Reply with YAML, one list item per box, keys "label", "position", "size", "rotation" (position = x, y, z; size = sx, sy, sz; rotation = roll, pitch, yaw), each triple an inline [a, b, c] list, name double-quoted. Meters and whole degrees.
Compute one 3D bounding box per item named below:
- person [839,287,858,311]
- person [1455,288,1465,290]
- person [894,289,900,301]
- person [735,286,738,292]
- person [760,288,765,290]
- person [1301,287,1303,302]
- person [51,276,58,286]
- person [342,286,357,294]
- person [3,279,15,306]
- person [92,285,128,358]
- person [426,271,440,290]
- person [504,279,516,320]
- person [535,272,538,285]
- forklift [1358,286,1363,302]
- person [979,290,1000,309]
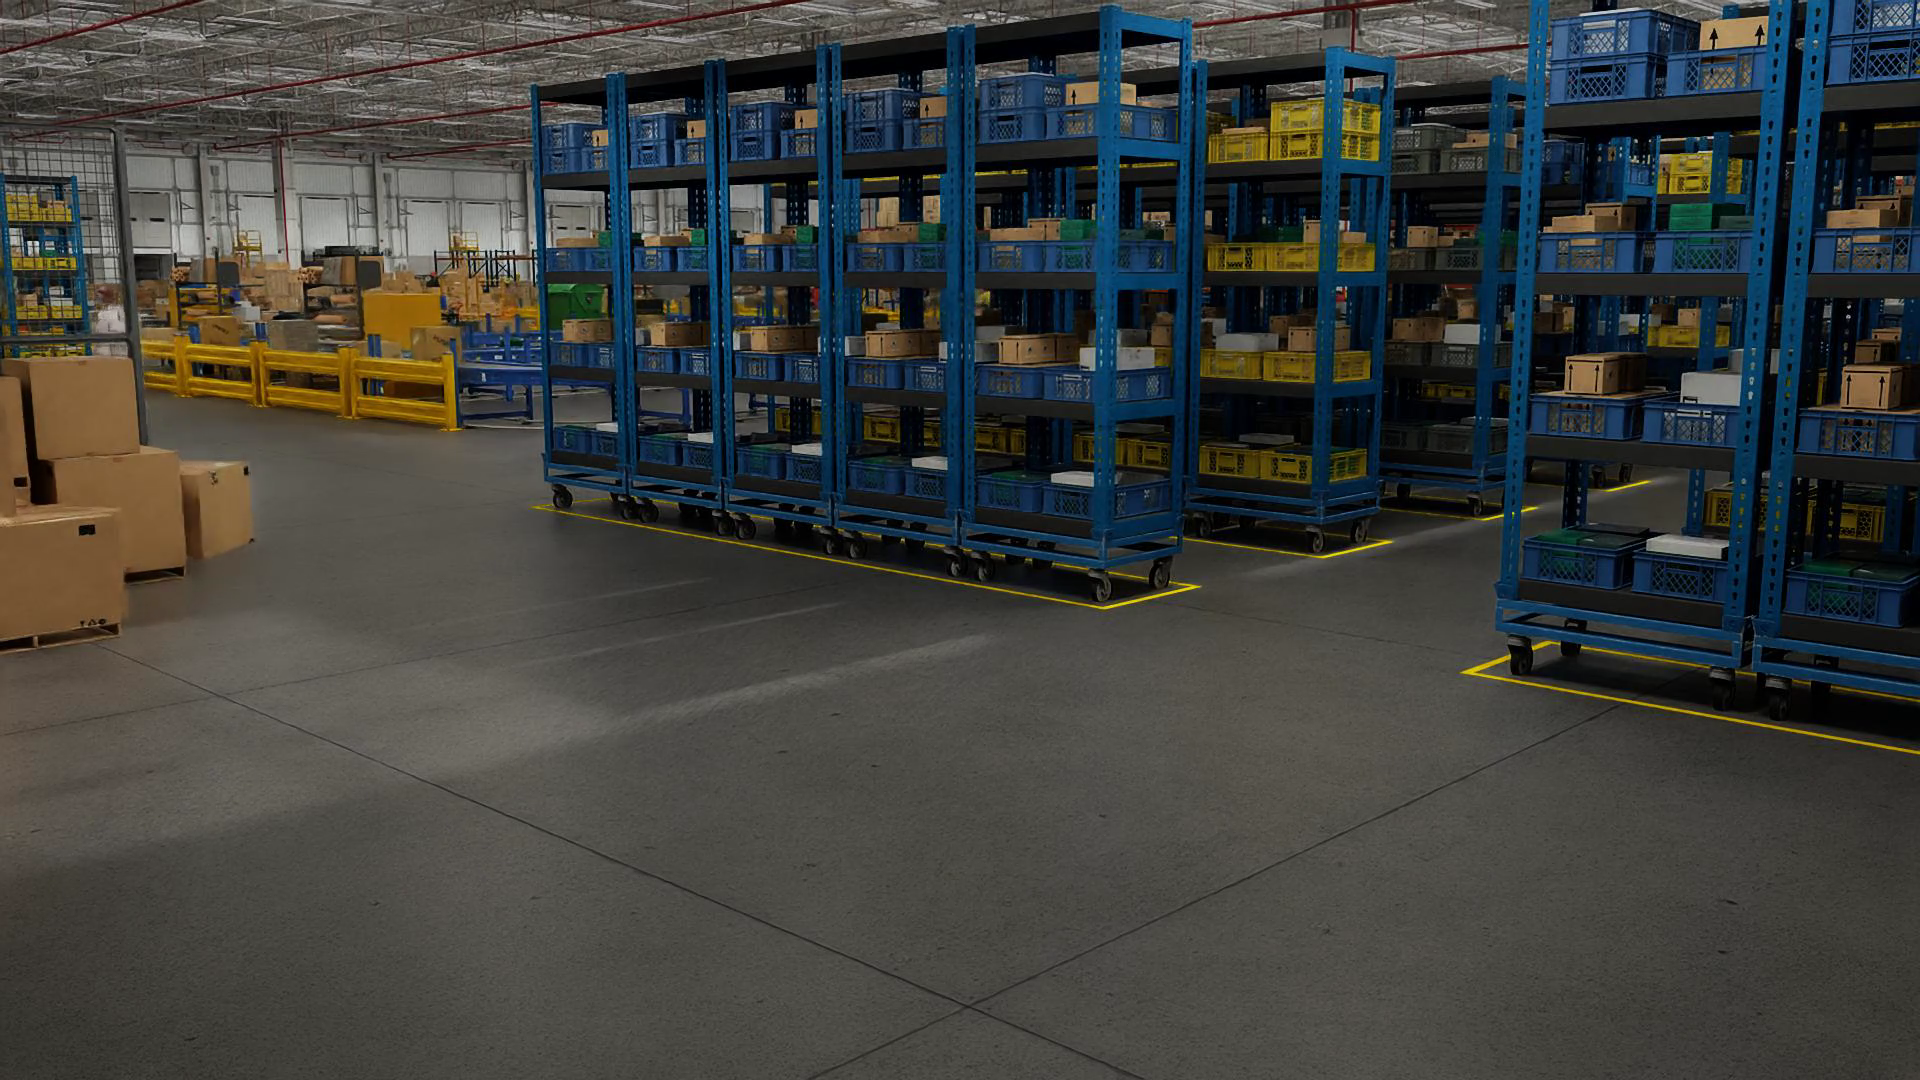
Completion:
- label: "person"
  position: [-2.879, -5.828, 43.126]
  size: [0.556, 1.742, 0.456]
  rotation: [-1, 9, -9]
- label: "person"
  position: [19.627, -9.608, 65.425]
  size: [0.395, 2.040, 0.609]
  rotation: [-1, 9, -7]
- label: "person"
  position: [-2.132, -8.378, 59.096]
  size: [0.911, 1.643, 0.540]
  rotation: [5, 10, 27]
- label: "person"
  position: [-8.390, -8.807, 61.617]
  size: [0.540, 1.682, 0.540]
  rotation: [-2, 10, -13]
- label: "person"
  position: [-8.473, -10.783, 72.953]
  size: [0.627, 1.926, 0.906]
  rotation: [-2, 10, -14]
- label: "person"
  position: [12.645, -8.756, 60.944]
  size: [0.824, 1.798, 0.653]
  rotation: [-2, 9, -12]
- label: "person"
  position: [-38.344, -10.400, 70.659]
  size: [0.645, 1.927, 0.390]
  rotation: [-2, 9, -12]
- label: "person"
  position: [-23.304, -9.272, 63.364]
  size: [0.688, 2.000, 0.855]
  rotation: [9, 13, 44]
- label: "person"
  position: [-44.891, -11.677, 78.561]
  size: [1.012, 1.899, 0.634]
  rotation: [-3, 10, -19]
- label: "person"
  position: [-9.920, -2.015, 19.336]
  size: [0.632, 1.883, 0.684]
  rotation: [0, 9, 1]
- label: "person"
  position: [-18.736, -8.586, 59.295]
  size: [0.624, 1.992, 0.386]
  rotation: [5, 11, 28]
- label: "person"
  position: [-16.359, -8.607, 60.316]
  size: [0.536, 1.712, 0.956]
  rotation: [-1, 9, -9]
- label: "person"
  position: [-21.812, -12.945, 86.295]
  size: [0.761, 1.904, 0.598]
  rotation: [-7, 11, -36]
- label: "forklift"
  position: [11.100, -7.017, 46.970]
  size: [1.873, 2.768, 1.129]
  rotation: [9, 13, 43]
- label: "person"
  position: [0.364, -2.260, 21.094]
  size: [0.820, 1.805, 0.602]
  rotation: [-1, 9, -6]
